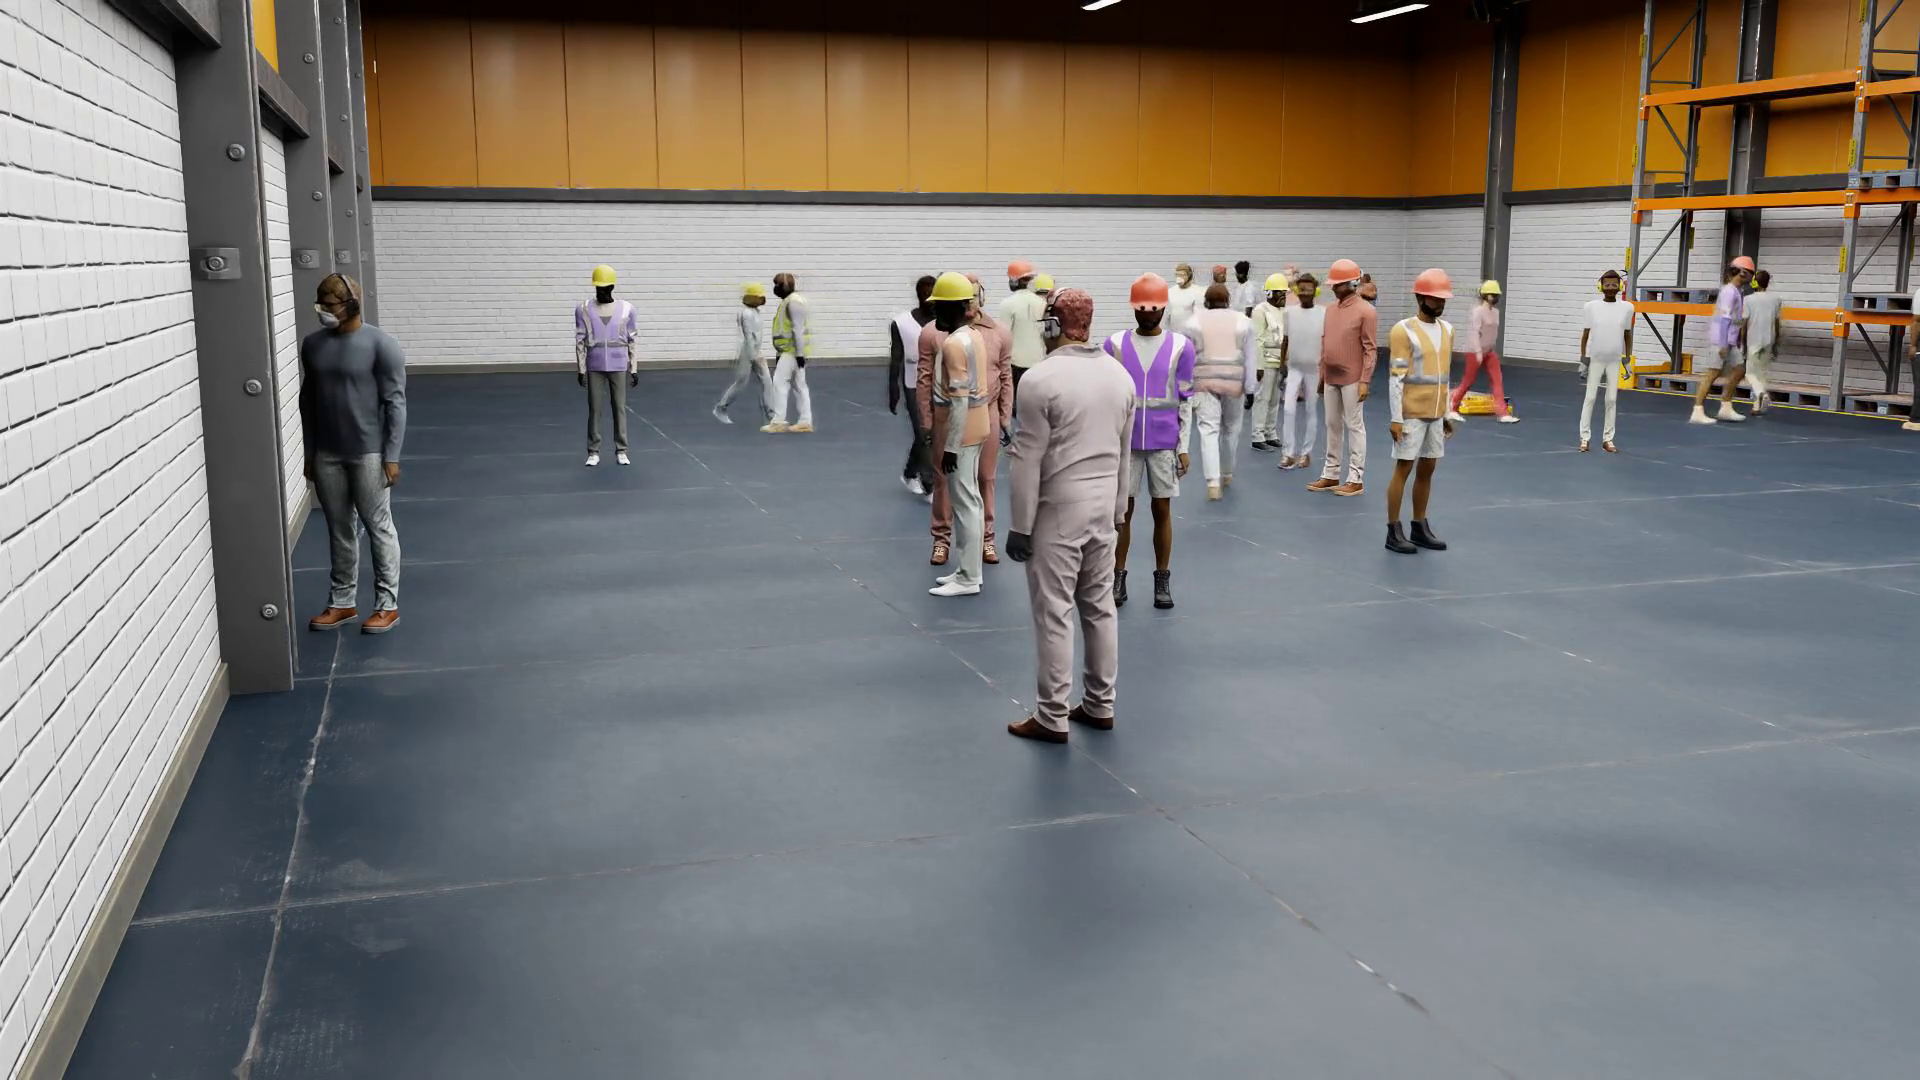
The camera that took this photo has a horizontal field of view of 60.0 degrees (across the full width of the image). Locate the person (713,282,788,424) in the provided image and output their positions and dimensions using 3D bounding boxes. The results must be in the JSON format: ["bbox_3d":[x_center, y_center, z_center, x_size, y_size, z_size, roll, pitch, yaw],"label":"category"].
[{"bbox_3d":[-2.541,-2.212,19.794,0.851,1.708,0.486,3,10,14],"label":"person"}]

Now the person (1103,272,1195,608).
[{"bbox_3d":[1.065,-0.563,9.563,0.543,1.932,0.365,2,10,9],"label":"person"}]

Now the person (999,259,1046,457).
[{"bbox_3d":[0.657,-1.765,16.360,0.612,1.982,0.606,-8,12,-38],"label":"person"}]

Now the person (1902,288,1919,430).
[{"bbox_3d":[11.269,-2.284,19.208,0.680,2.000,0.535,0,10,-2],"label":"person"}]

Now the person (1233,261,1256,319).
[{"bbox_3d":[4.521,-3.453,26.323,0.492,1.920,0.694,-1,10,-5],"label":"person"}]

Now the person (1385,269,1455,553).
[{"bbox_3d":[3.170,-0.874,11.348,0.551,1.932,0.378,-6,11,-30],"label":"person"}]

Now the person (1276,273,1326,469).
[{"bbox_3d":[3.204,-1.566,15.613,0.563,1.841,0.795,5,11,25],"label":"person"}]

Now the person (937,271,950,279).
[{"bbox_3d":[-0.136,-2.264,19.697,0.452,1.828,0.656,9,13,42],"label":"person"}]

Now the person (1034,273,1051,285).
[{"bbox_3d":[1.229,-2.990,24.151,0.433,1.753,0.531,-4,11,-21],"label":"person"}]

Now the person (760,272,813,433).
[{"bbox_3d":[-2.019,-2.109,18.832,0.757,1.814,0.662,-2,10,-12],"label":"person"}]

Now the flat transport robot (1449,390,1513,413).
[{"bbox_3d":[6.464,-1.809,21.573,0.652,0.197,1.431,-3,10,-17],"label":"flat transport robot"}]

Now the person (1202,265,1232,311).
[{"bbox_3d":[3.722,-3.063,24.229,0.576,1.872,0.467,-6,11,-30],"label":"person"}]

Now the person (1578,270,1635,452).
[{"bbox_3d":[6.627,-1.827,17.057,0.513,1.871,0.329,2,10,11],"label":"person"}]

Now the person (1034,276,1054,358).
[{"bbox_3d":[0.885,-1.928,17.867,0.623,1.782,0.912,0,10,-2],"label":"person"}]

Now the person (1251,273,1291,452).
[{"bbox_3d":[3.229,-1.829,17.173,0.403,1.830,0.601,8,12,38],"label":"person"}]

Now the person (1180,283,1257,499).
[{"bbox_3d":[2.163,-1.266,14.057,0.651,1.778,1.031,1,10,6],"label":"person"}]

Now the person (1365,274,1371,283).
[{"bbox_3d":[7.885,-4.384,32.542,0.268,1.632,0.507,-2,10,-13],"label":"person"}]

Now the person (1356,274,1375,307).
[{"bbox_3d":[7.630,-4.221,31.578,0.514,1.641,0.308,7,12,34],"label":"person"}]

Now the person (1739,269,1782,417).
[{"bbox_3d":[9.908,-2.413,20.543,0.505,1.849,0.631,1,10,3],"label":"person"}]

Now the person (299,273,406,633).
[{"bbox_3d":[-3.270,-0.460,8.958,0.627,1.934,0.370,3,10,17],"label":"person"}]

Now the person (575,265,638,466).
[{"bbox_3d":[-3.388,-1.667,15.978,0.585,1.921,0.383,-2,10,-12],"label":"person"}]

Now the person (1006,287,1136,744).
[{"bbox_3d":[0.445,-0.105,7.014,0.647,1.903,0.401,-9,13,-42],"label":"person"}]

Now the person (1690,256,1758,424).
[{"bbox_3d":[9.174,-2.386,19.907,0.695,1.998,0.712,6,11,31],"label":"person"}]

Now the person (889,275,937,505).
[{"bbox_3d":[-0.309,-1.256,13.776,0.600,1.871,1.004,-5,11,-27],"label":"person"}]

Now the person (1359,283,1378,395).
[{"bbox_3d":[5.838,-2.858,23.746,0.564,1.610,0.537,1,10,5],"label":"person"}]

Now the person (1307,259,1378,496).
[{"bbox_3d":[3.239,-1.368,14.066,0.393,1.985,0.611,-5,11,-29],"label":"person"}]

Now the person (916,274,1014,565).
[{"bbox_3d":[0.037,-0.784,10.913,0.651,1.905,0.409,-1,10,-7],"label":"person"}]

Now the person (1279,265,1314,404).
[{"bbox_3d":[4.405,-2.782,22.585,0.949,1.865,0.642,-6,12,-33],"label":"person"}]

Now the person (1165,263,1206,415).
[{"bbox_3d":[2.713,-2.471,20.657,0.666,1.906,0.861,9,14,43],"label":"person"}]

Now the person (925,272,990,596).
[{"bbox_3d":[-0.019,-0.623,9.918,0.383,1.928,0.588,2,10,11],"label":"person"}]

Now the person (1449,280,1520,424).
[{"bbox_3d":[6.302,-2.262,20.018,0.542,1.718,0.923,-7,12,-36],"label":"person"}]
